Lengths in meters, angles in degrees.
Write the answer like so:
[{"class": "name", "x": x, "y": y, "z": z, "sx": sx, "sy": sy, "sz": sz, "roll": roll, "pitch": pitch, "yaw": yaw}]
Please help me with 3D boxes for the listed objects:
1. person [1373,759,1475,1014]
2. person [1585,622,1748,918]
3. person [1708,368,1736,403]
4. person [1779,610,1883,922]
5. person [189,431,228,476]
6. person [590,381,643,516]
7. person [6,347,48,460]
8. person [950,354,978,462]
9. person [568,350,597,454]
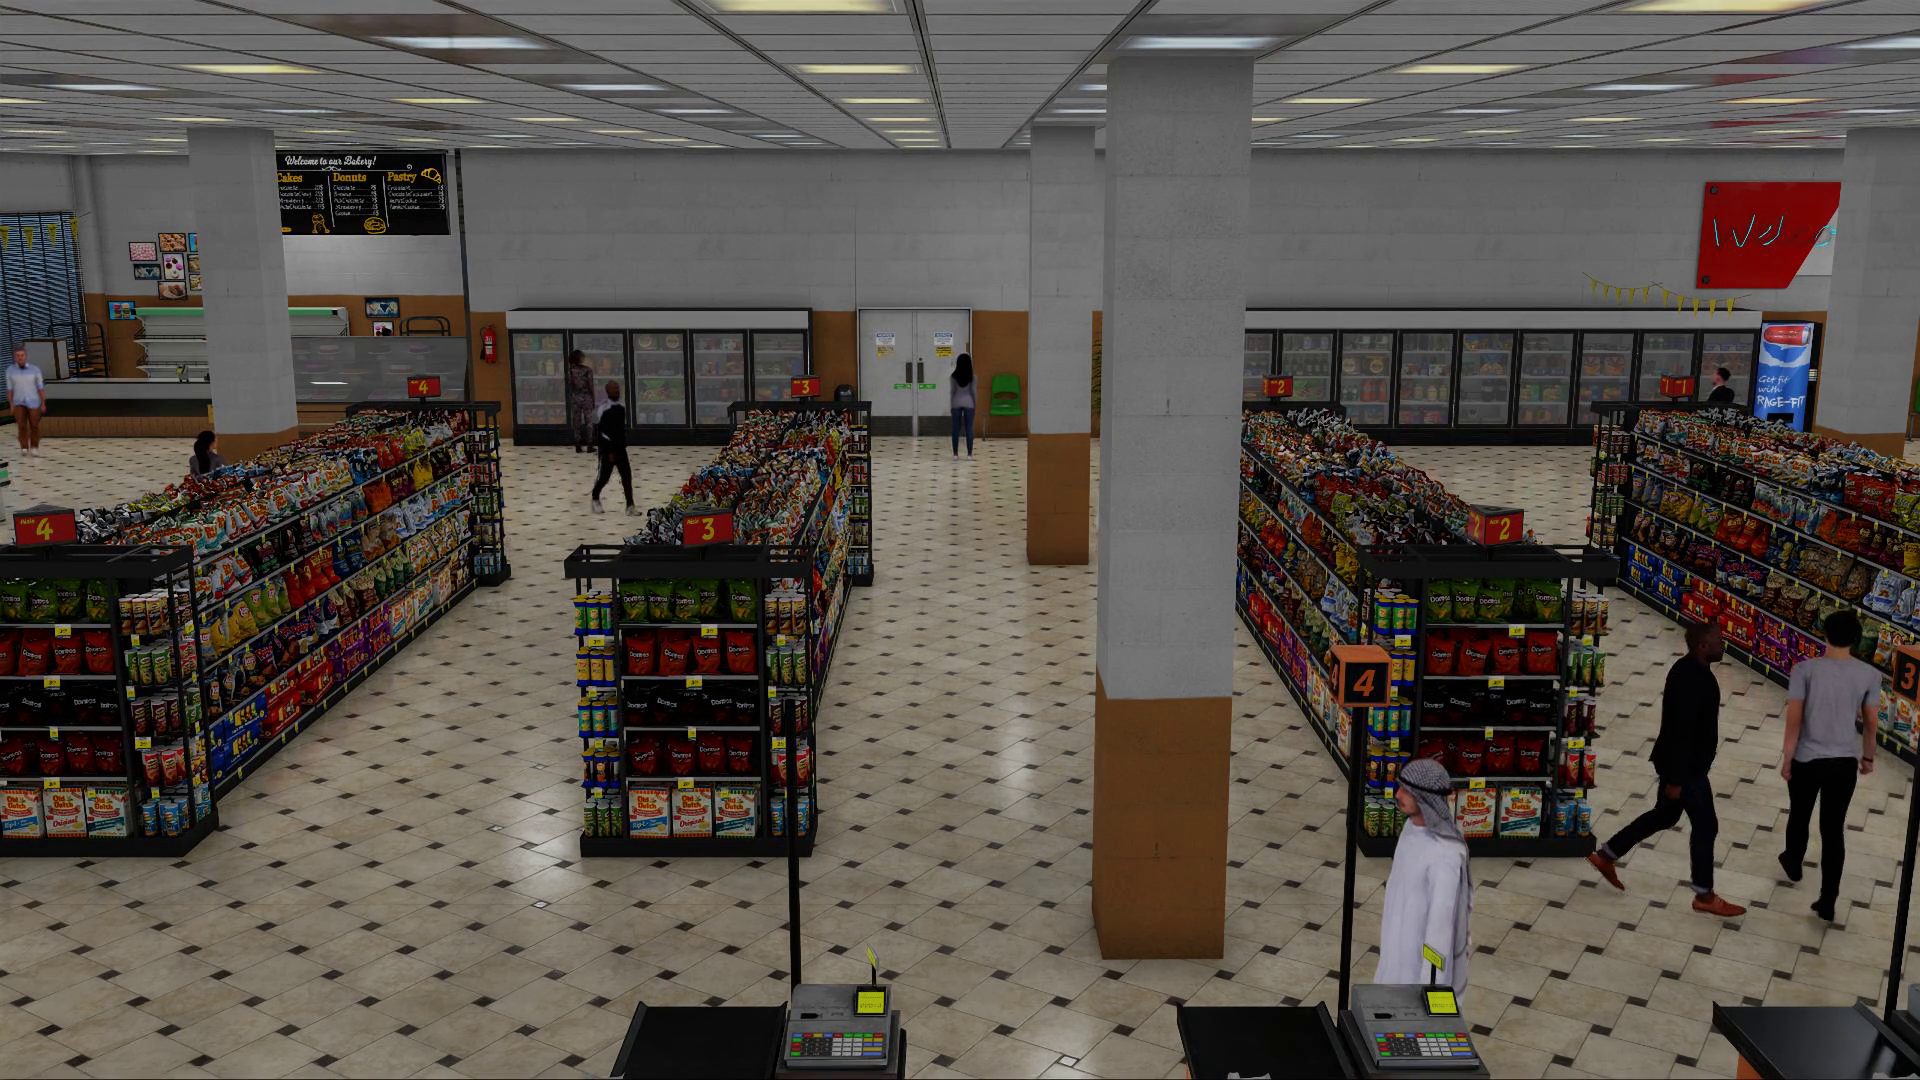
[{"class": "person", "x": 2.023, "y": 1.872, "z": 7.335, "sx": 0.744, "sy": 1.924, "sz": 0.592, "roll": 0, "pitch": 12, "yaw": -1}, {"class": "person", "x": 4.269, "y": 1.370, "z": 10.053, "sx": 1.069, "sy": 1.786, "sz": 1.210, "roll": 5, "pitch": 13, "yaw": 22}, {"class": "person", "x": 10.824, "y": -1.550, "z": 23.779, "sx": 0.737, "sy": 1.844, "sz": 0.776, "roll": -10, "pitch": 15, "yaw": -39}, {"class": "person", "x": 5.194, "y": 1.376, "z": 9.950, "sx": 0.942, "sy": 1.816, "sz": 1.287, "roll": 4, "pitch": 12, "yaw": 17}, {"class": "person", "x": -8.419, "y": -0.403, "z": 18.737, "sx": 0.650, "sy": 1.678, "sz": 0.631, "roll": 2, "pitch": 12, "yaw": 8}, {"class": "person", "x": -4.738, "y": -1.225, "z": 22.338, "sx": 1.191, "sy": 1.802, "sz": 1.181, "roll": 10, "pitch": 15, "yaw": 39}, {"class": "person", "x": -15.232, "y": -2.232, "z": 27.151, "sx": 1.016, "sy": 1.790, "sz": 1.194, "roll": -6, "pitch": 13, "yaw": -27}, {"class": "person", "x": 0.046, "y": -2.145, "z": 26.866, "sx": 0.612, "sy": 1.737, "sz": 0.542, "roll": 1, "pitch": 12, "yaw": 6}, {"class": "person", "x": -6.312, "y": -2.316, "z": 27.736, "sx": 0.584, "sy": 1.714, "sz": 0.541, "roll": 1, "pitch": 12, "yaw": 4}]
